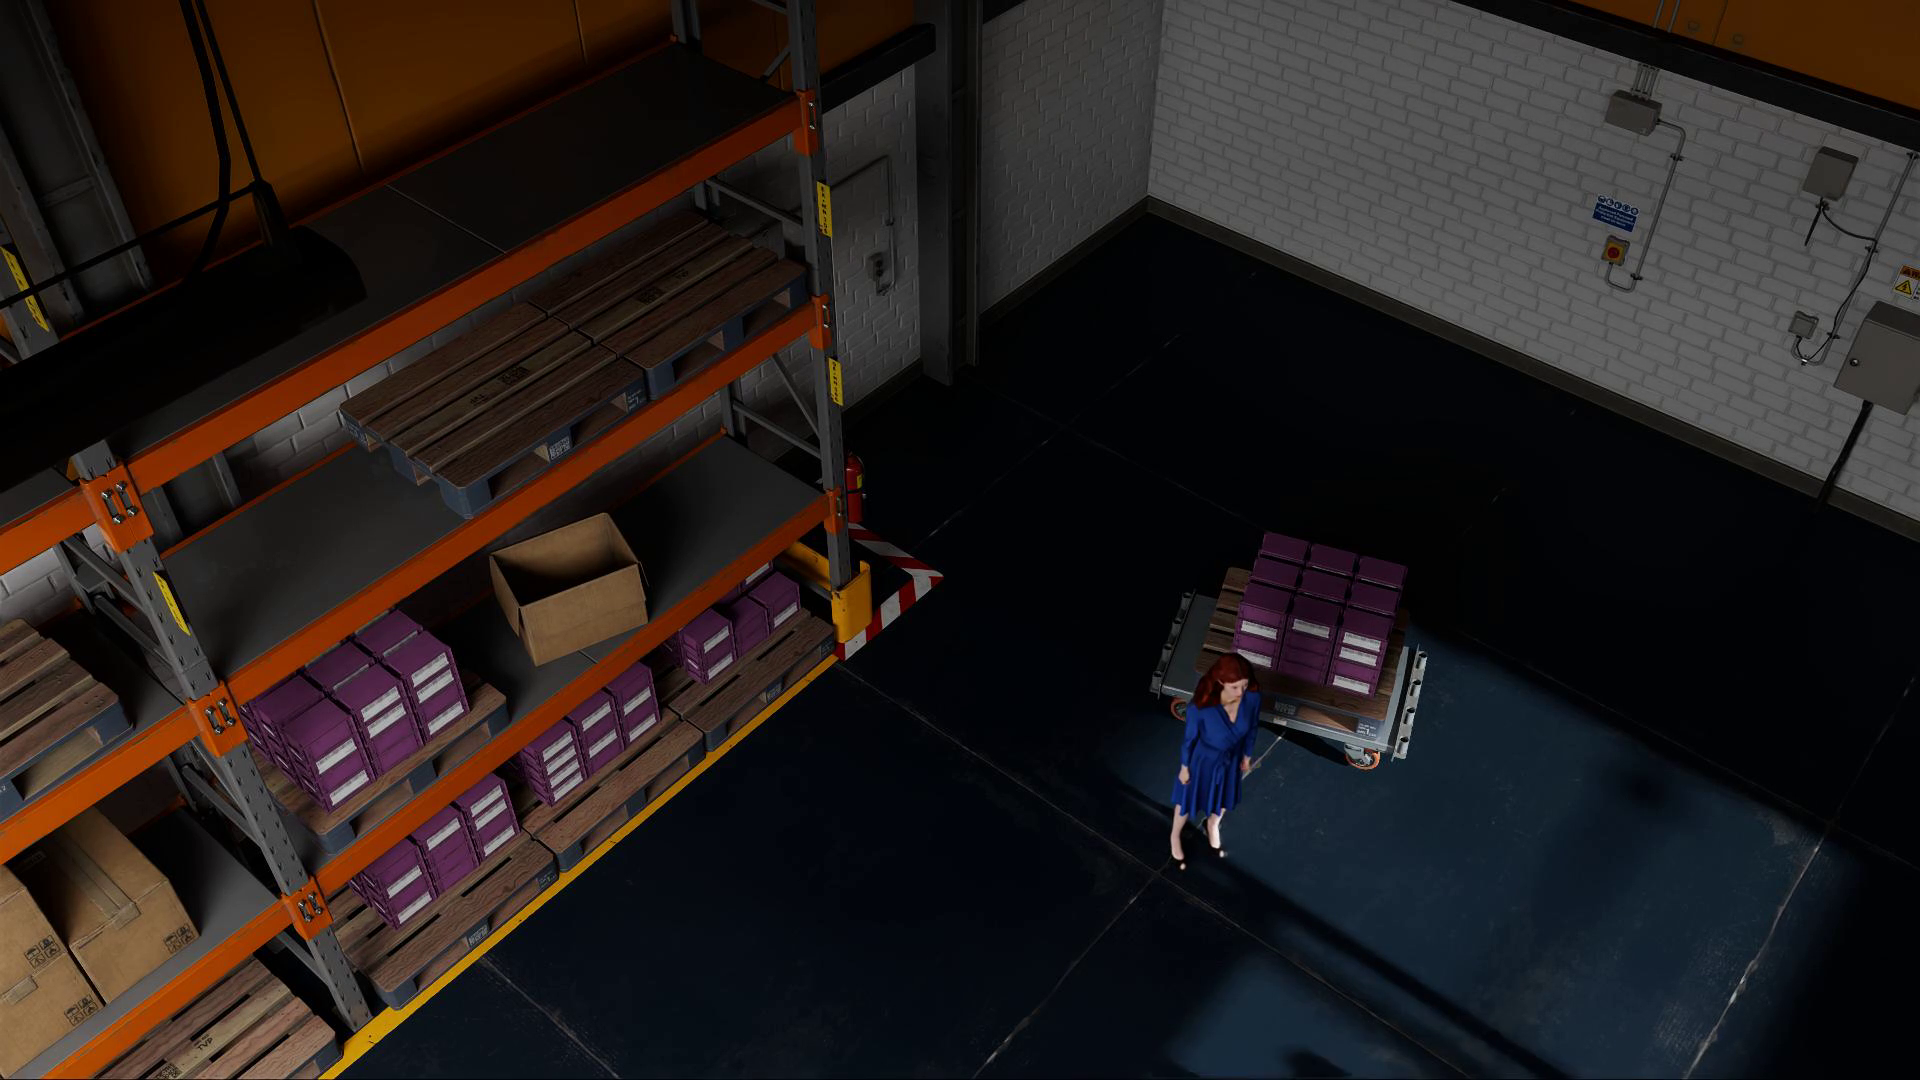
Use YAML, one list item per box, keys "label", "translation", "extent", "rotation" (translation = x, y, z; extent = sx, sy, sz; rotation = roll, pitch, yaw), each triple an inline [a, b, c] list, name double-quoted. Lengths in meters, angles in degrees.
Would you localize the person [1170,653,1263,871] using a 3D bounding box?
- label: "person"
  translation: [1.454, 1.262, 9.543]
  extent: [0.690, 1.824, 0.773]
  rotation: [-10, 45, -11]
